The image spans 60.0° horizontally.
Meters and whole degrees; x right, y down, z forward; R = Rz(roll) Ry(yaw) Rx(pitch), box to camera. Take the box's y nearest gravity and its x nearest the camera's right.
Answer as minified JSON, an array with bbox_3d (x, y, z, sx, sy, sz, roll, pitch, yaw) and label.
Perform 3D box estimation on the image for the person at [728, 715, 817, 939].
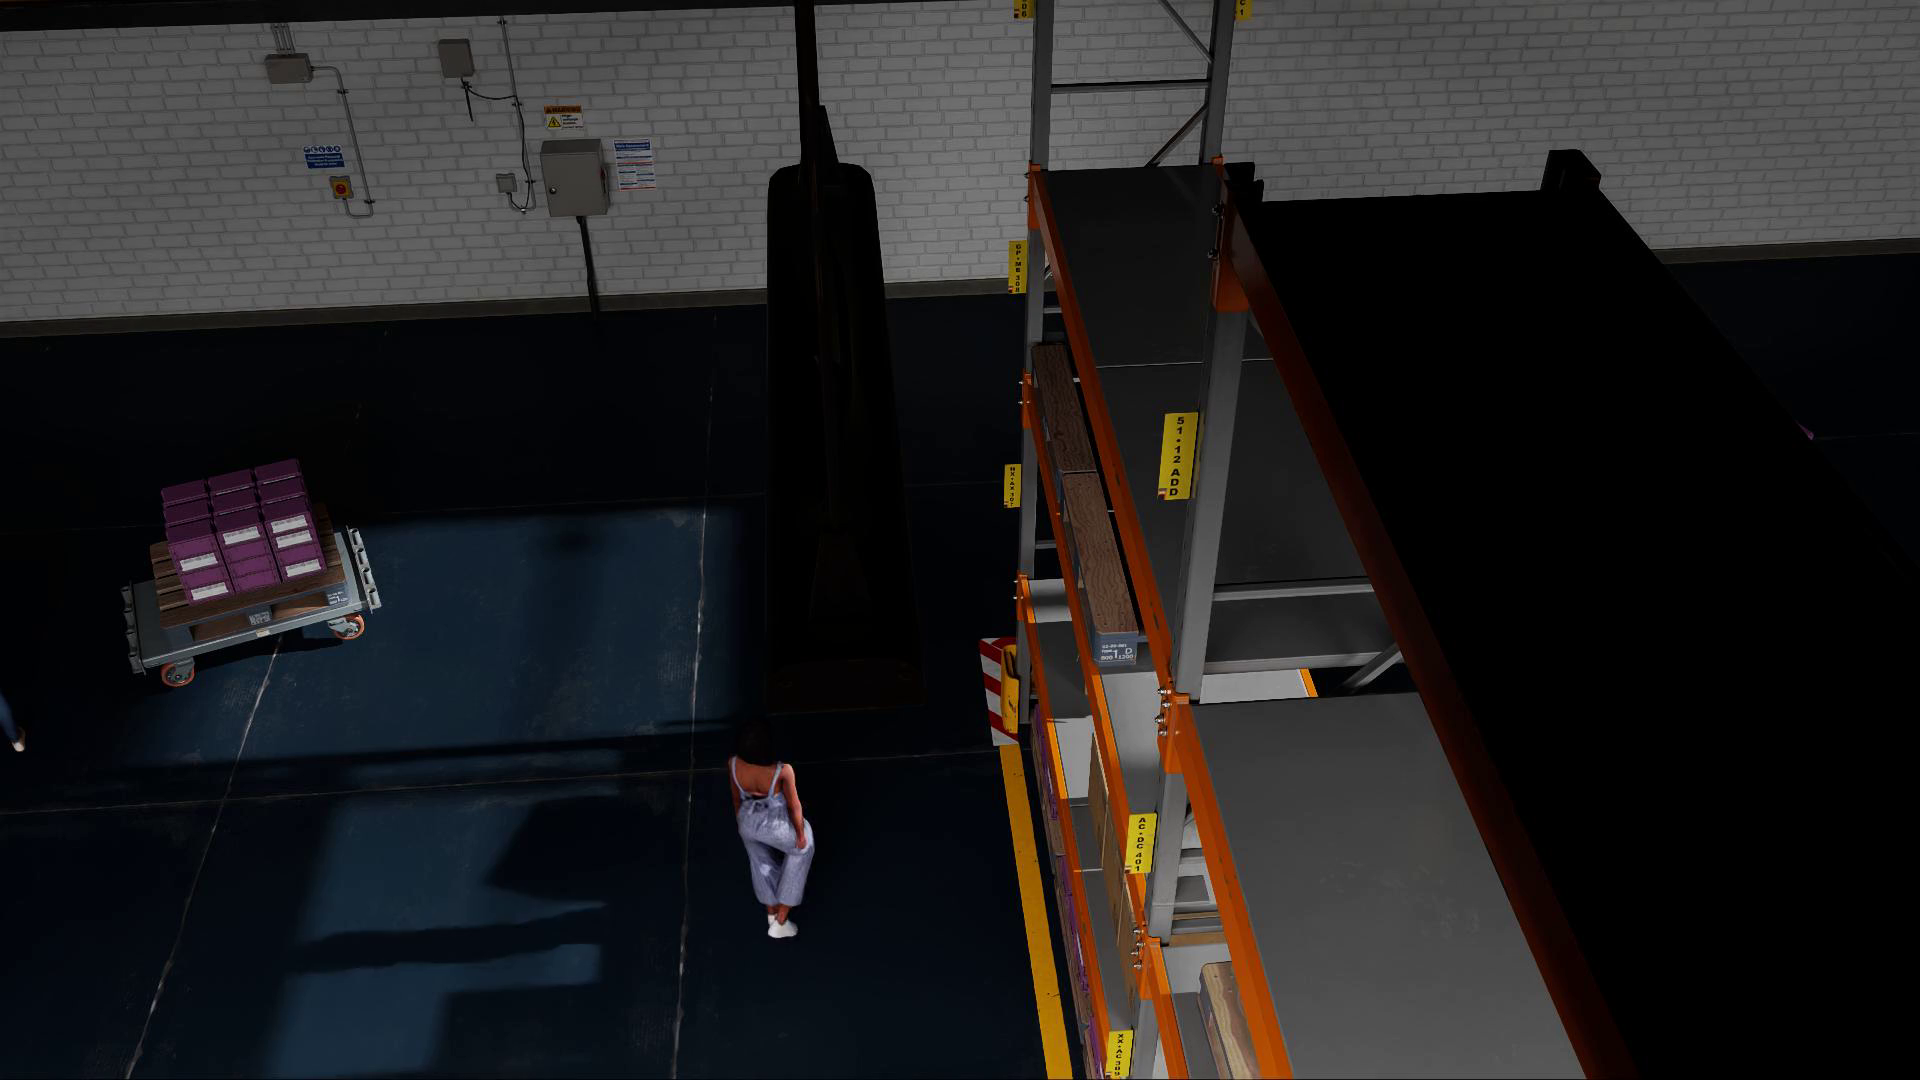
[{"bbox_3d":[-1.098,1.679,9.395,0.732,1.688,0.850,11,40,13],"label":"person"}]
